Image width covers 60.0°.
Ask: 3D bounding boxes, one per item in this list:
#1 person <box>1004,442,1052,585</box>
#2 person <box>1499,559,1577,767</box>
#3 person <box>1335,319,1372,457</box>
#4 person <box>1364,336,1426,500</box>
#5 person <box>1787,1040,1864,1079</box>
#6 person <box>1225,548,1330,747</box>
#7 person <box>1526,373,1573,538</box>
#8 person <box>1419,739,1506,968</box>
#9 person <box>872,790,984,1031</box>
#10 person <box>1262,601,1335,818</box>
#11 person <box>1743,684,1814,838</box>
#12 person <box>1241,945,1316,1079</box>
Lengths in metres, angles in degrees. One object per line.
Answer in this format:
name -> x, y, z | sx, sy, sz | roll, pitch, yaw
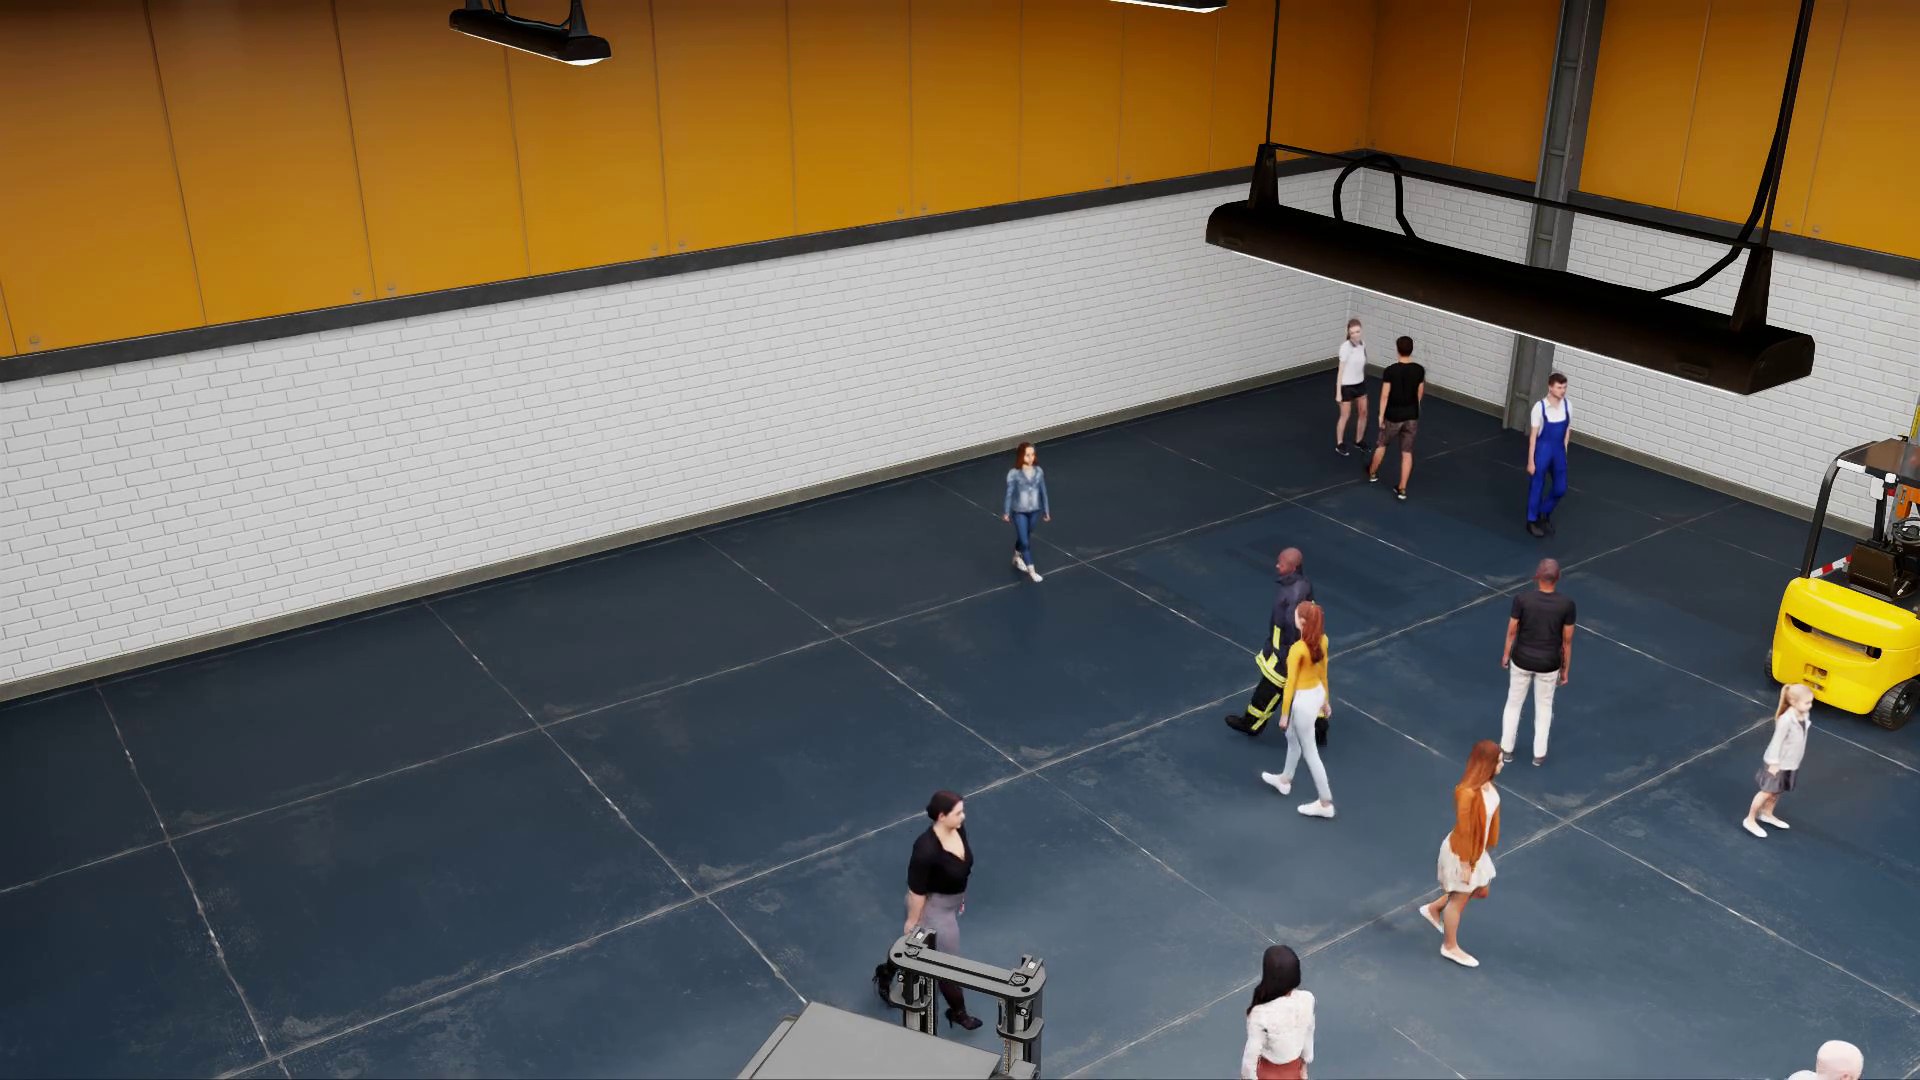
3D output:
person -> 0.633, -0.309, 16.924 | 0.679, 1.441, 1.011 | -11, 26, -24
person -> 4.659, 1.006, 13.470 | 0.785, 1.799, 0.866 | 7, 25, 16
person -> 4.715, -1.843, 20.082 | 0.729, 1.723, 0.627 | -20, 30, -37
person -> 5.031, -1.353, 18.837 | 1.023, 1.823, 1.163 | -1, 24, -2
person -> 4.035, 3.259, 8.306 | 0.897, 1.807, 0.857 | 8, 25, 18
person -> 2.843, 0.910, 13.714 | 1.257, 1.779, 1.145 | 8, 25, 17
person -> 6.273, -0.947, 17.890 | 0.758, 1.836, 0.767 | -4, 24, -10
person -> 3.320, 2.065, 11.160 | 0.805, 1.708, 0.729 | 16, 28, 33
person -> -0.252, 2.330, 10.539 | 1.151, 1.721, 1.003 | 12, 26, 26
person -> 2.725, 1.323, 12.840 | 1.001, 1.722, 0.719 | 19, 30, 37
person -> 6.245, 1.654, 12.646 | 0.527, 1.270, 0.538 | -12, 26, -26
person -> 1.738, 2.994, 8.995 | 0.617, 1.740, 0.743 | -13, 27, -28
